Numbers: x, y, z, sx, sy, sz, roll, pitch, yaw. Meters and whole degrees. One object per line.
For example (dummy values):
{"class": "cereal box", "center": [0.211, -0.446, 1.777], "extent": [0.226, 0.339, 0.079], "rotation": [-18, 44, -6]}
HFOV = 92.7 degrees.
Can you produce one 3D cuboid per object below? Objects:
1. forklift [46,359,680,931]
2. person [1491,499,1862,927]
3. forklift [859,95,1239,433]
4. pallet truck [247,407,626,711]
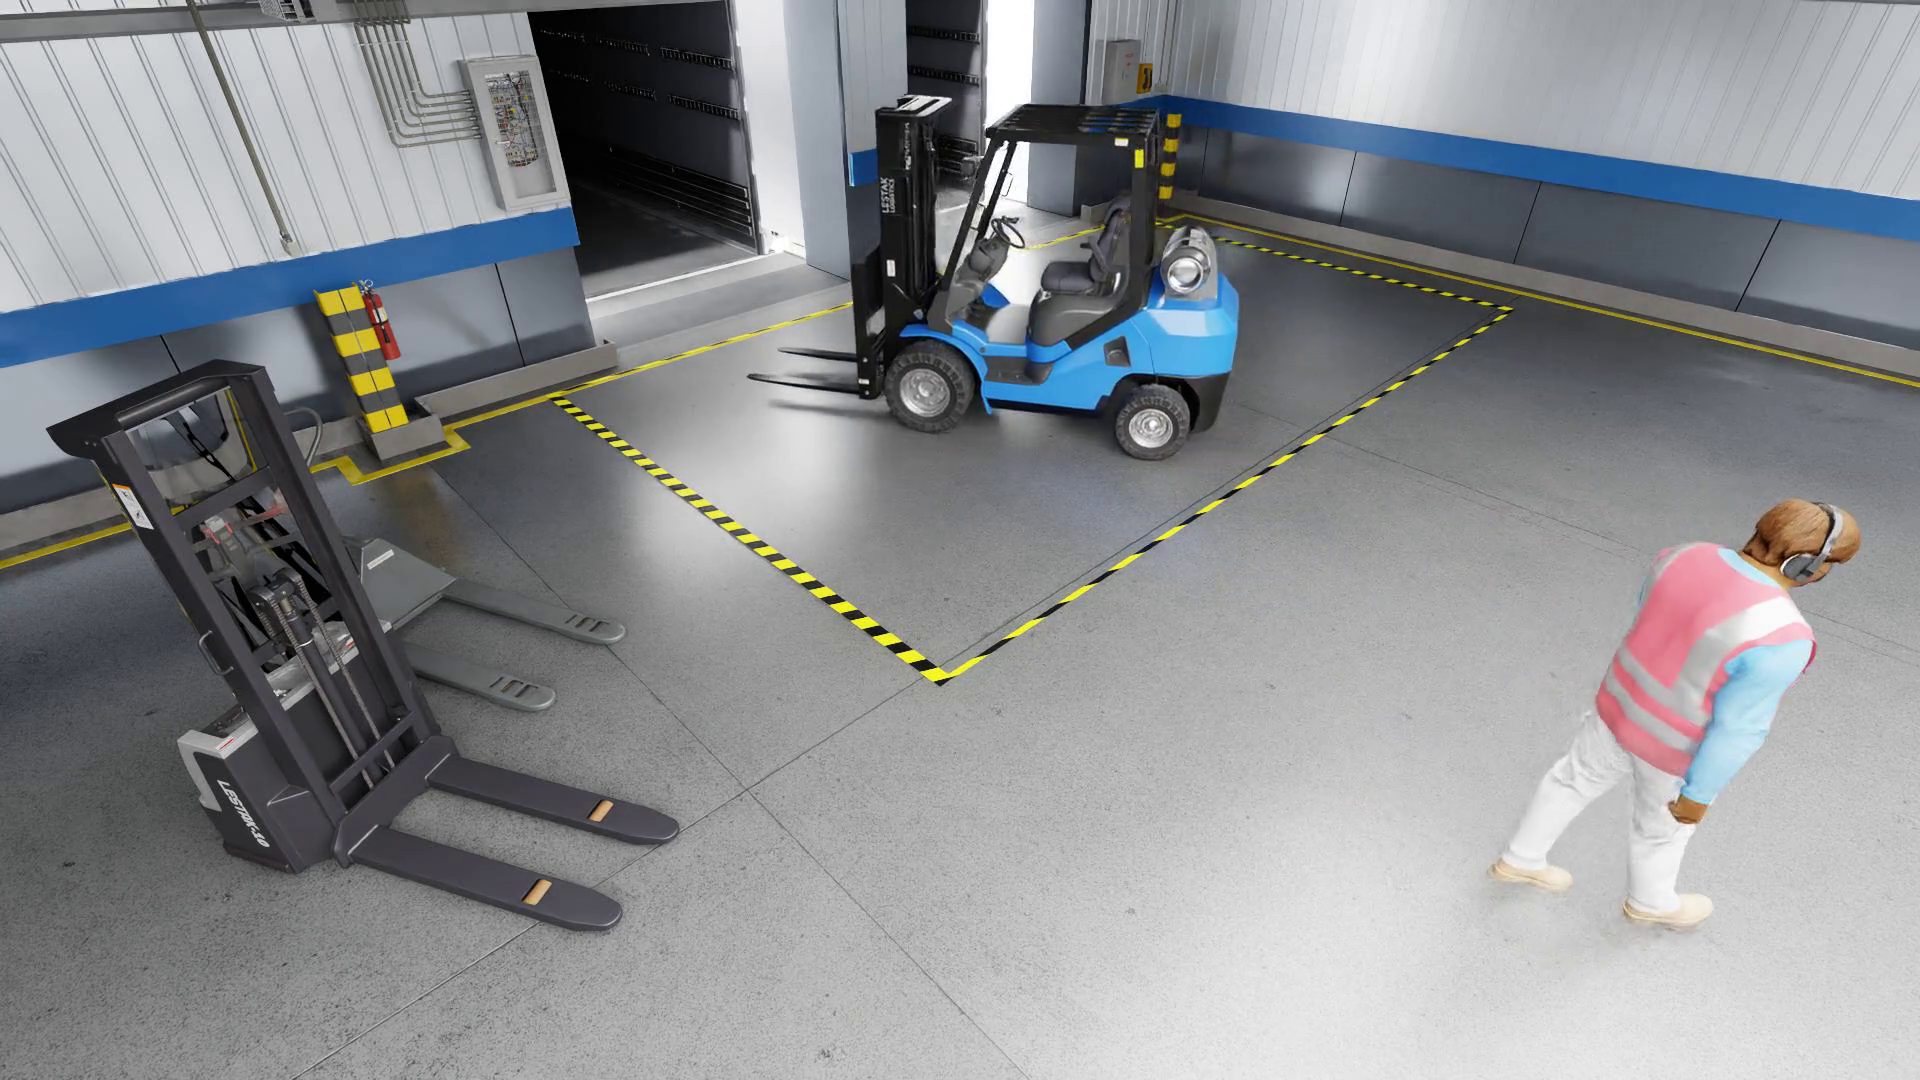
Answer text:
{"class": "forklift", "center": [-2.135, 0.422, 3.354], "extent": [1.885, 1.965, 0.823], "rotation": [10, 35, 14]}
{"class": "person", "center": [2.522, 0.660, 3.181], "extent": [0.718, 1.810, 0.664], "rotation": [1, 34, 2]}
{"class": "forklift", "center": [0.669, -2.002, 6.601], "extent": [2.680, 2.036, 1.157], "rotation": [8, 35, 12]}
{"class": "pallet truck", "center": [-2.628, 0.038, 4.590], "extent": [1.601, 1.201, 0.680], "rotation": [12, 36, 18]}
